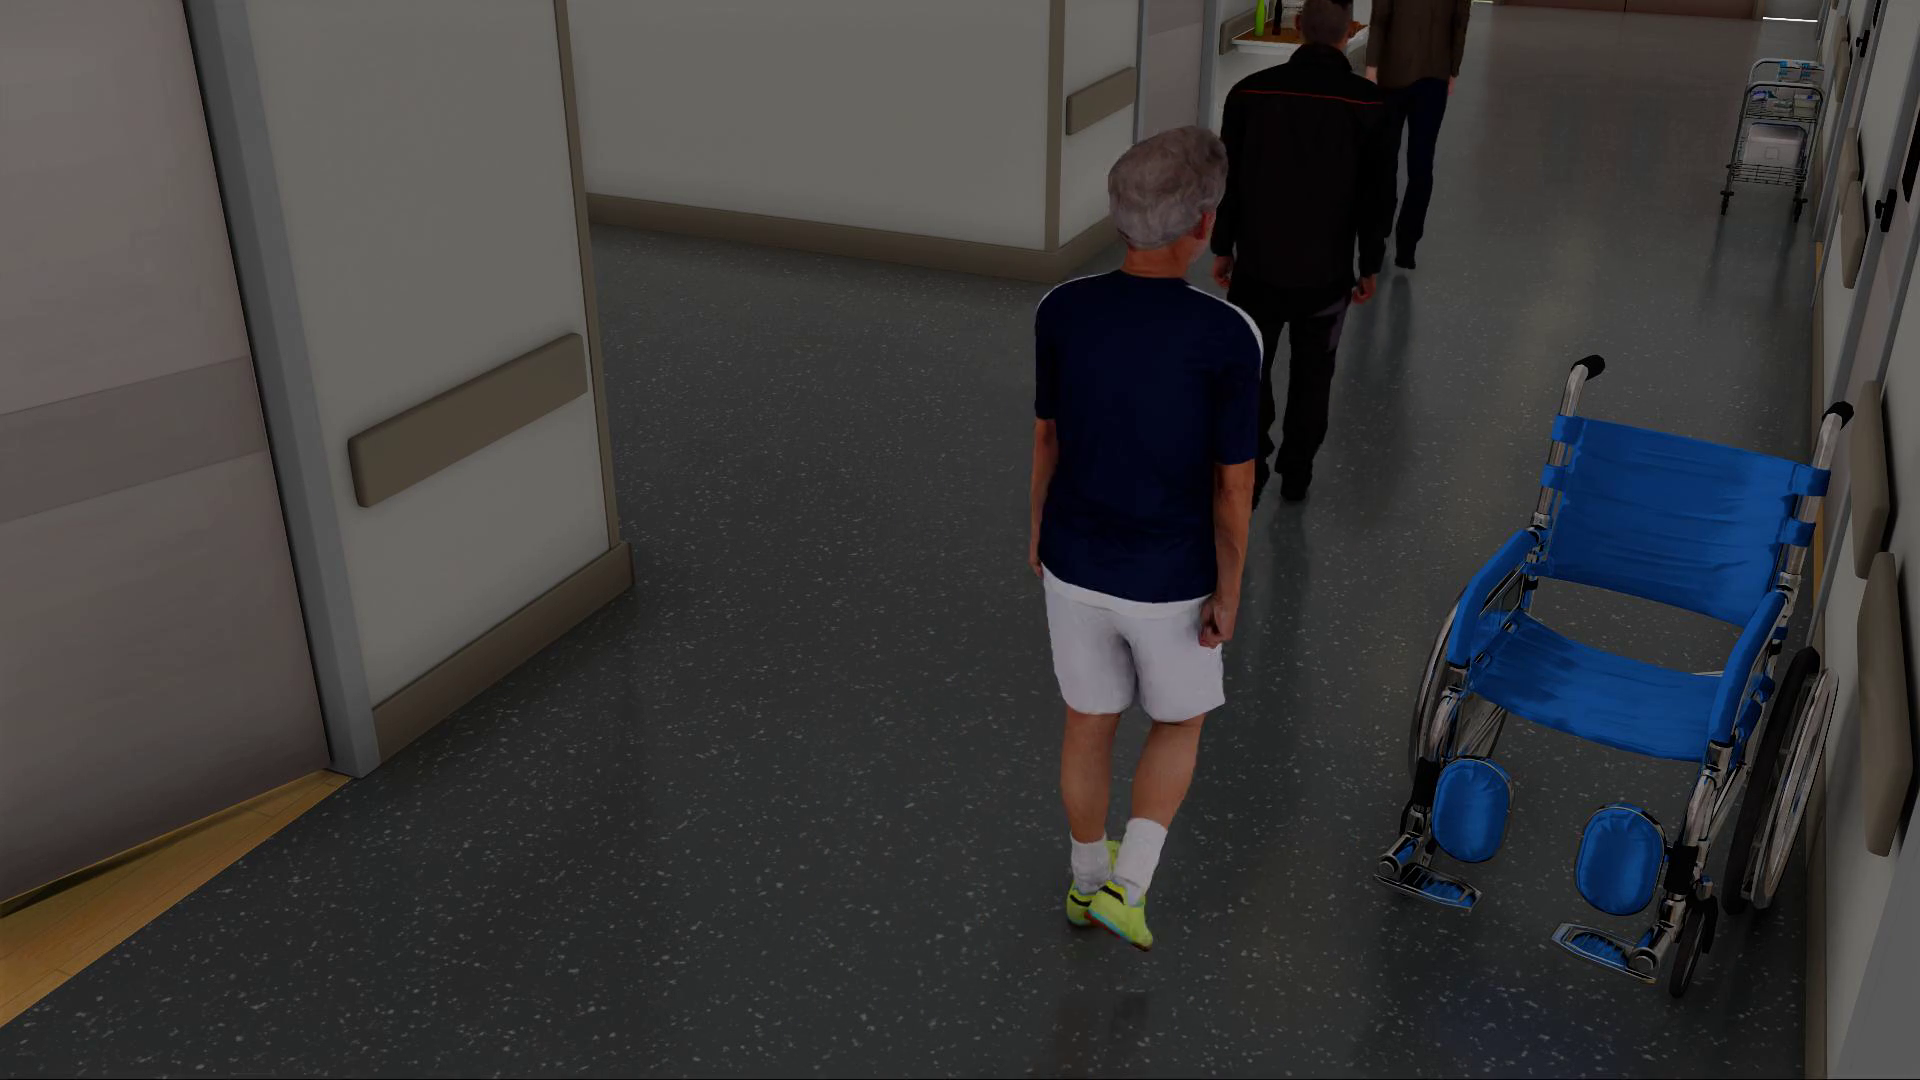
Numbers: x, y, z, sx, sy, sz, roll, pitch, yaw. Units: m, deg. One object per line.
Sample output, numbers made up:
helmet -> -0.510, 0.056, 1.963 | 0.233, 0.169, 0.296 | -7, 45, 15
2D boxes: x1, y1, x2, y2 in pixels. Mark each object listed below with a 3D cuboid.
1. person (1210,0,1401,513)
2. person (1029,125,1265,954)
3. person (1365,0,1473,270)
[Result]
person -> 1.101, -0.928, 5.506 | 0.863, 1.840, 1.014 | 7, 27, 13
person -> 0.328, 0.099, 3.404 | 0.675, 1.817, 0.808 | 10, 27, 19
person -> 2.289, -2.364, 8.475 | 0.767, 1.848, 1.214 | 7, 27, 15
